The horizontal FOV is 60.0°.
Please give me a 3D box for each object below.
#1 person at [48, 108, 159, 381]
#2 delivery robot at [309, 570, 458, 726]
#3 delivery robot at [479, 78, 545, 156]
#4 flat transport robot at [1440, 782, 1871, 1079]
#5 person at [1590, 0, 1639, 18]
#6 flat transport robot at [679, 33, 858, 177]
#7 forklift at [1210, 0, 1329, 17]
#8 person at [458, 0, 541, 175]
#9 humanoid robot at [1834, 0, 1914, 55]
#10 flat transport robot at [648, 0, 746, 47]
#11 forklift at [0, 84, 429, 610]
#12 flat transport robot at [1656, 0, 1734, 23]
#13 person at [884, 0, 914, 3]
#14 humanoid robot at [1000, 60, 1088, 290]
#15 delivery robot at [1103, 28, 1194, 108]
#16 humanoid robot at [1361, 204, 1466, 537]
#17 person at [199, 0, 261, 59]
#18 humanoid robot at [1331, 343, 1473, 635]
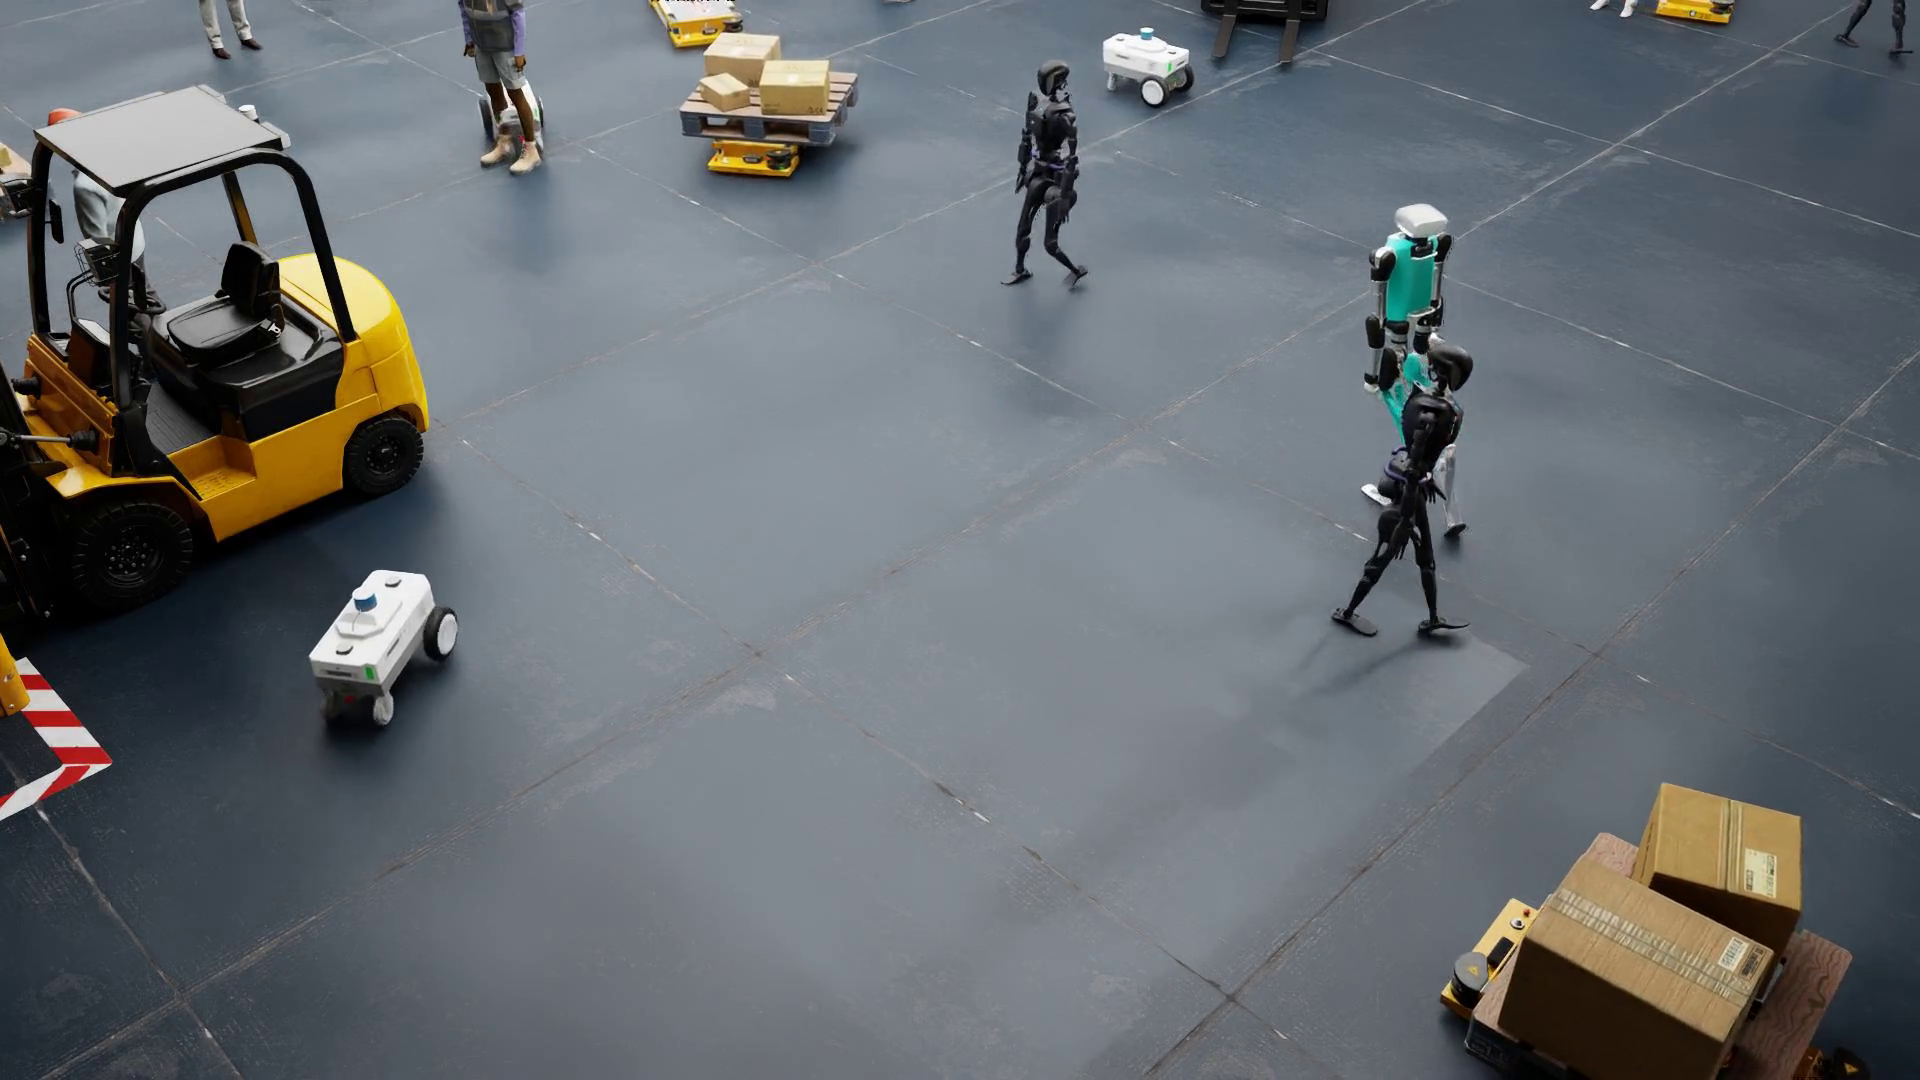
[{"bbox_3d":[-5.189,-1.801,10.180,0.351,1.738,0.572,-5,37,-6],"label":"person"},{"bbox_3d":[-2.841,0.481,8.121,0.499,0.604,0.801,6,37,8],"label":"delivery robot"},{"bbox_3d":[-3.602,-3.471,13.404,0.499,0.594,0.769,-12,39,-16],"label":"delivery robot"},{"bbox_3d":[2.664,1.918,6.429,1.431,0.231,0.659,27,44,31],"label":"flat transport robot"},{"bbox_3d":[6.284,-5.735,15.537,0.510,1.630,0.315,30,46,34],"label":"person"},{"bbox_3d":[-1.510,-3.319,13.439,0.659,0.231,1.431,6,37,8],"label":"flat transport robot"},{"bbox_3d":[3.106,-6.400,15.960,1.214,2.155,2.313,8,37,10],"label":"forklift"},{"bbox_3d":[-3.539,-3.765,12.557,0.612,2.041,0.391,21,42,26],"label":"person"},{"bbox_3d":[8.274,-5.102,14.677,0.591,1.627,0.730,-9,38,-12],"label":"humanoid robot"},{"bbox_3d":[-2.502,-4.992,15.679,0.659,0.231,1.431,-12,38,-15],"label":"flat transport robot"},{"bbox_3d":[-4.145,-1.093,8.856,2.313,2.155,1.214,-31,47,-34],"label":"forklift"},{"bbox_3d":[7.211,-5.376,16.193,0.659,0.231,1.431,15,39,20],"label":"flat transport robot"},{"bbox_3d":[-0.674,-6.107,15.779,0.373,1.939,0.629,-14,39,-18],"label":"person"},{"bbox_3d":[0.614,-2.426,11.091,0.491,1.639,0.585,-23,43,-28],"label":"humanoid robot"},{"bbox_3d":[1.605,-4.041,14.184,0.785,0.614,0.499,24,43,28],"label":"delivery robot"},{"bbox_3d":[2.539,-0.817,8.901,0.538,1.838,0.894,-22,42,-27],"label":"humanoid robot"},{"bbox_3d":[-6.606,-5.158,14.648,0.389,1.777,0.536,26,44,30],"label":"person"},{"bbox_3d":[2.266,-0.203,8.106,0.673,1.625,0.613,14,39,18],"label":"humanoid robot"}]
